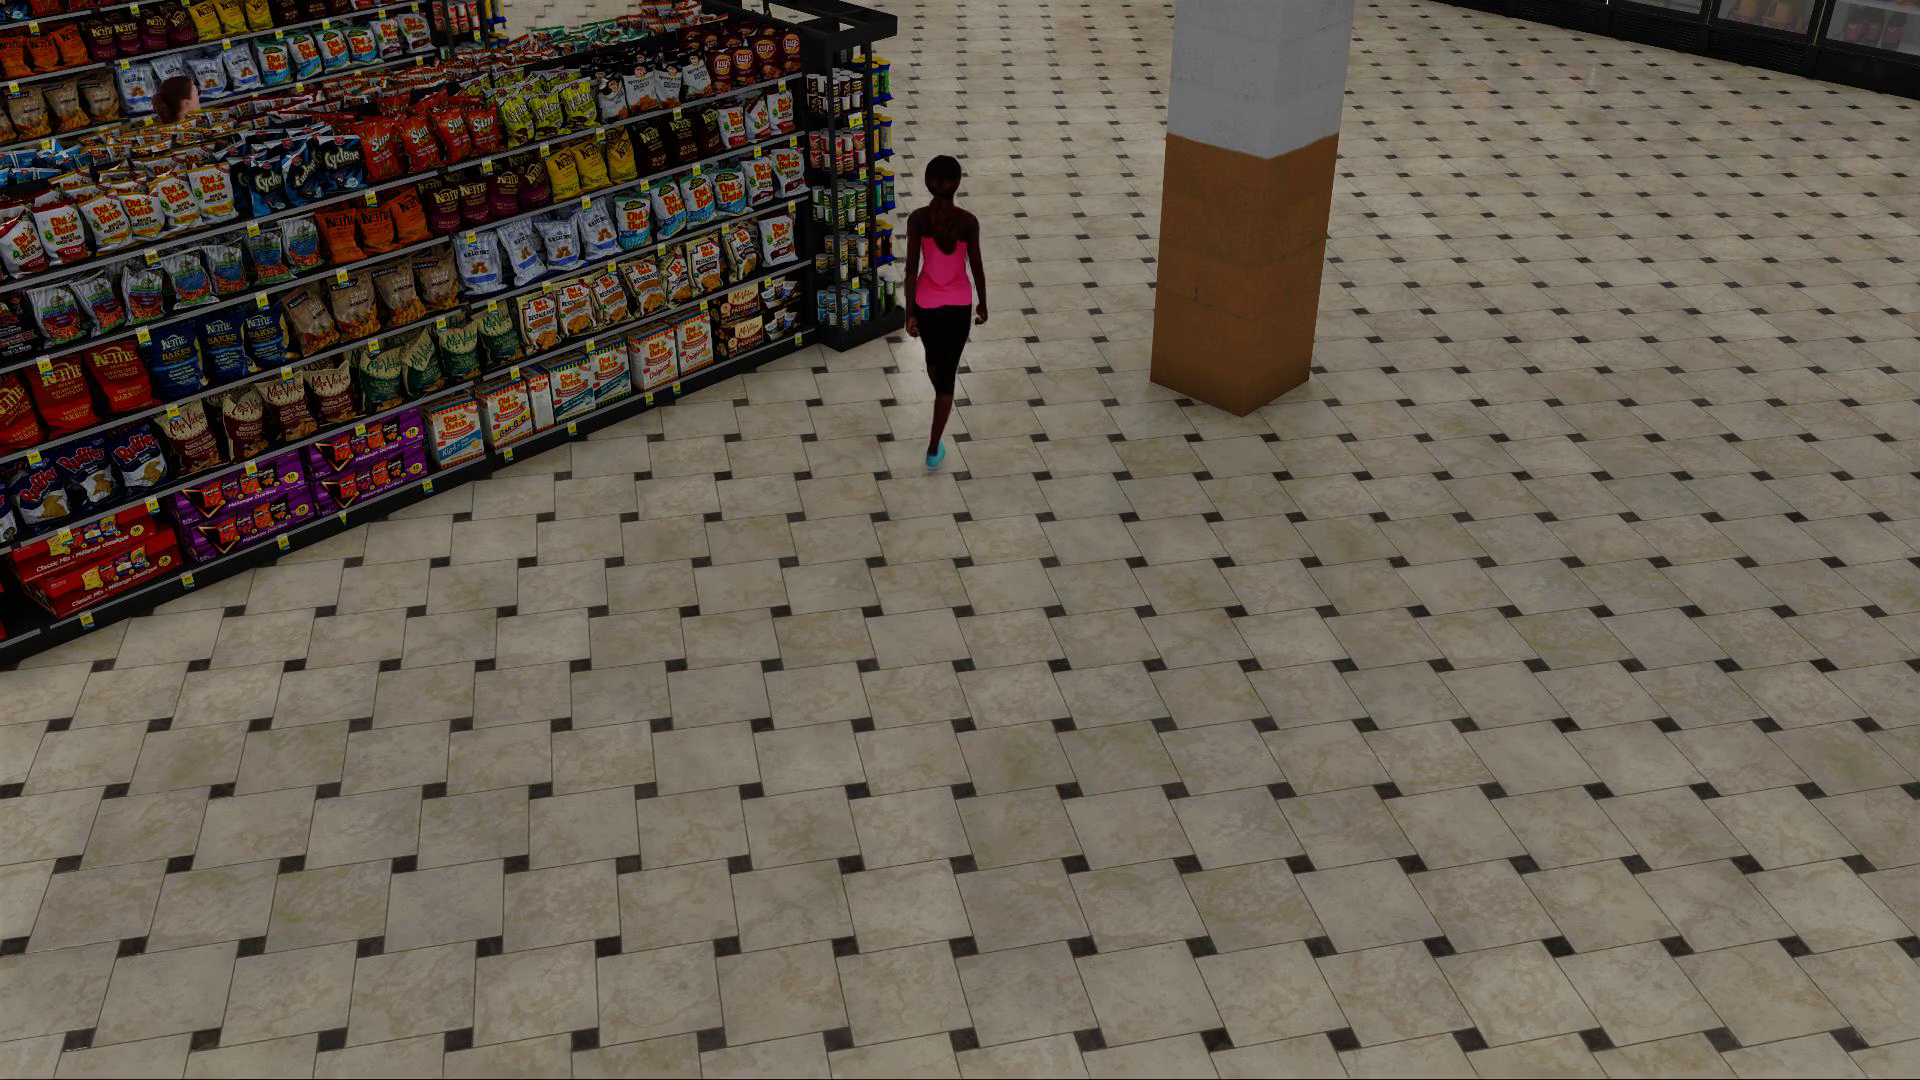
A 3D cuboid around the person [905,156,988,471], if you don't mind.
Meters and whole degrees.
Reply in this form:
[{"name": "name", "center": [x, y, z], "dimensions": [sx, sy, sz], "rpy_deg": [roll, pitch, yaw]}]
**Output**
[{"name": "person", "center": [-0.107, -1.170, 8.914], "dimensions": [0.977, 1.676, 1.143], "rpy_deg": [5, 32, 8]}]
